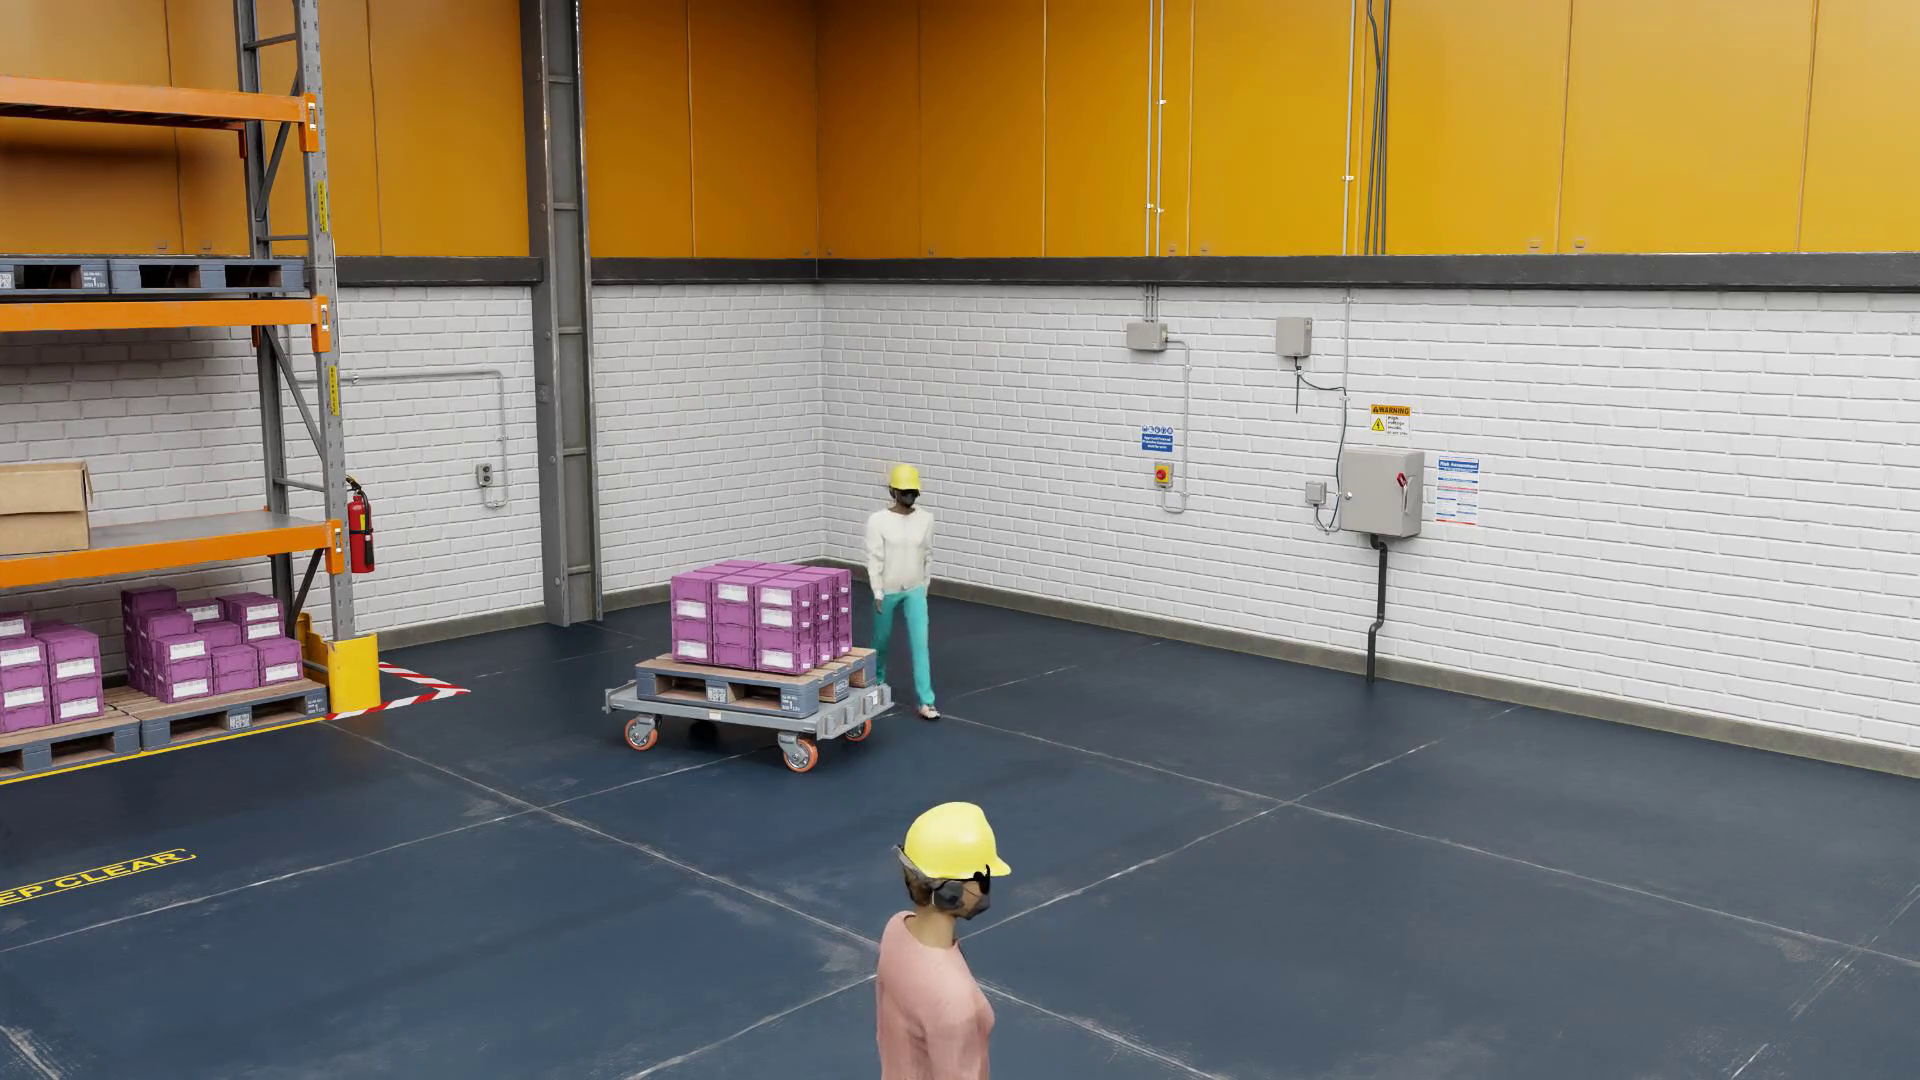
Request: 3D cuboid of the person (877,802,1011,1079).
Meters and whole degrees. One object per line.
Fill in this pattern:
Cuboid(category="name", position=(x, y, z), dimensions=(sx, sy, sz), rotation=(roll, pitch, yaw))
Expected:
Cuboid(category="person", position=(-0.040, 1.499, 4.080), dimensions=(0.330, 1.765, 0.533), rotation=(-3, 10, -19))

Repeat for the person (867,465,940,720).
Cuboid(category="person", position=(-0.407, 0.336, 11.365), dimensions=(0.522, 1.723, 0.926), rotation=(-4, 10, -22))
